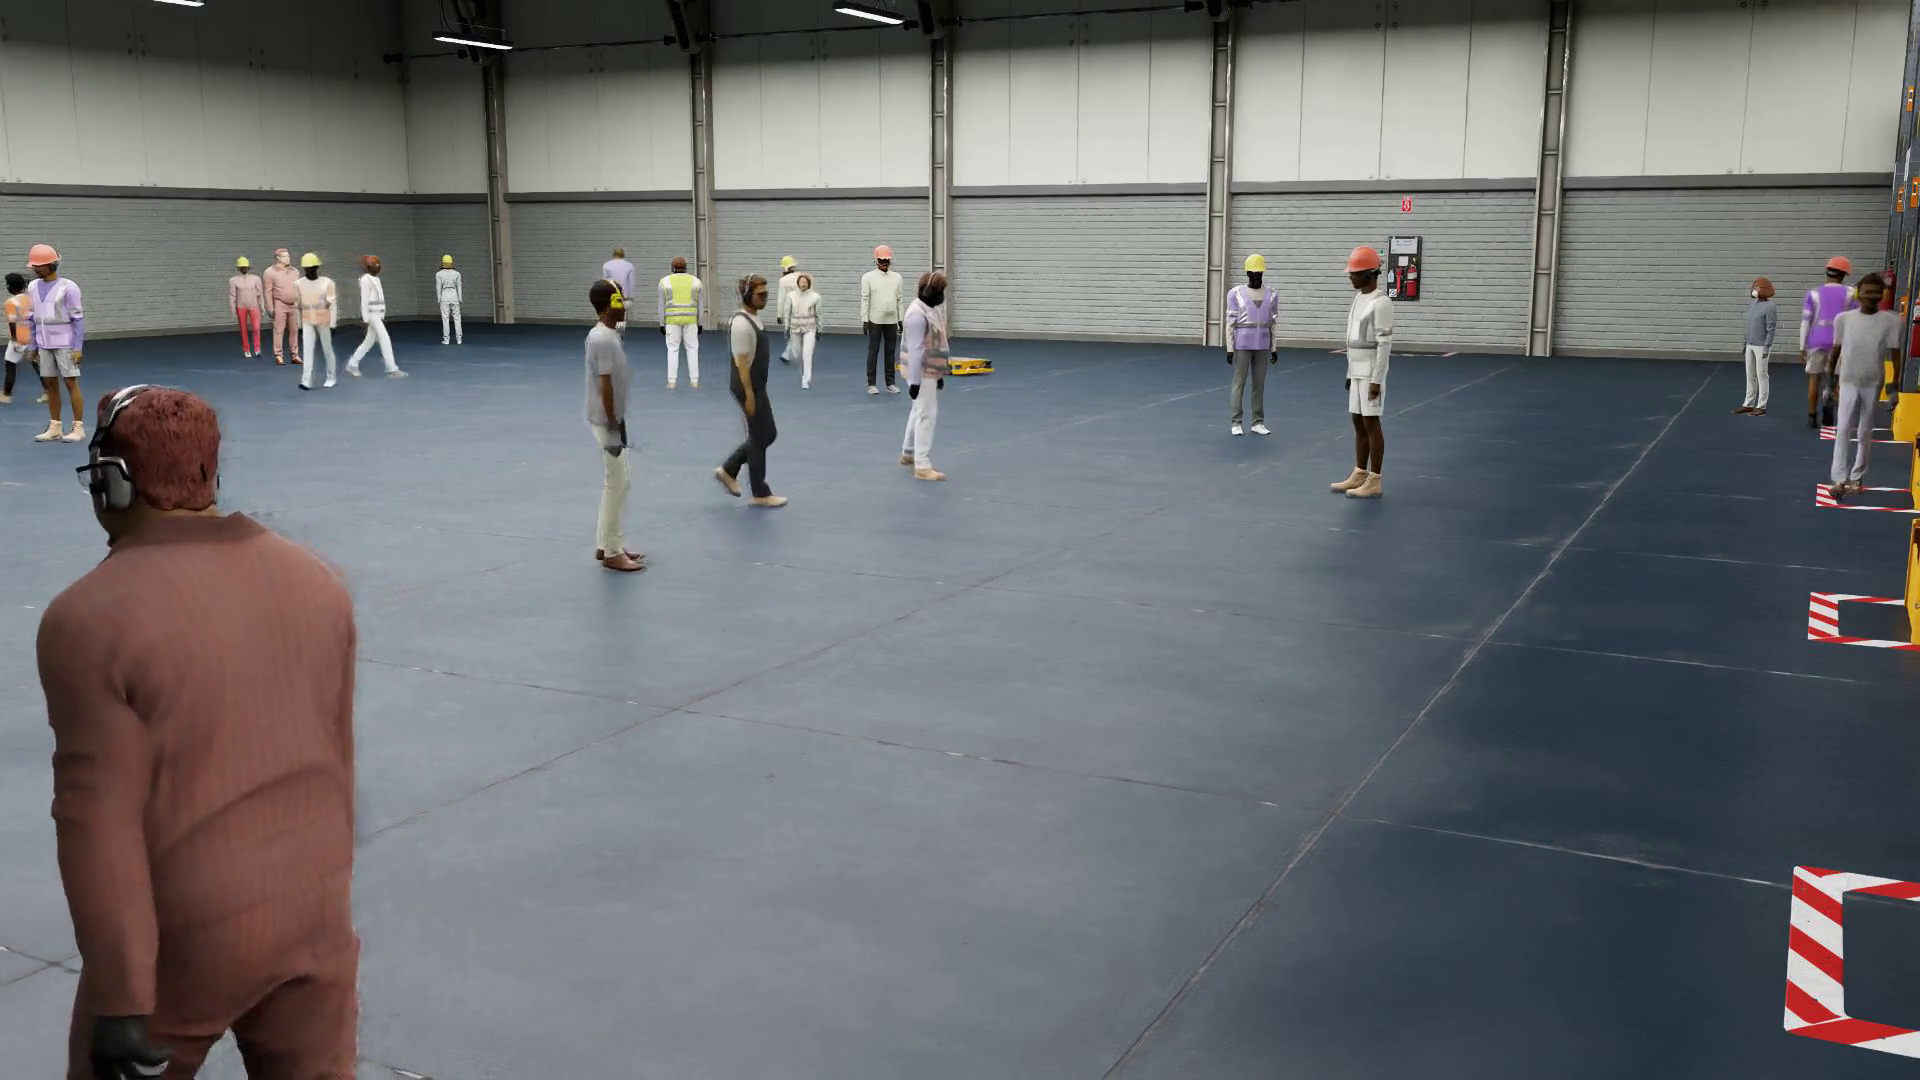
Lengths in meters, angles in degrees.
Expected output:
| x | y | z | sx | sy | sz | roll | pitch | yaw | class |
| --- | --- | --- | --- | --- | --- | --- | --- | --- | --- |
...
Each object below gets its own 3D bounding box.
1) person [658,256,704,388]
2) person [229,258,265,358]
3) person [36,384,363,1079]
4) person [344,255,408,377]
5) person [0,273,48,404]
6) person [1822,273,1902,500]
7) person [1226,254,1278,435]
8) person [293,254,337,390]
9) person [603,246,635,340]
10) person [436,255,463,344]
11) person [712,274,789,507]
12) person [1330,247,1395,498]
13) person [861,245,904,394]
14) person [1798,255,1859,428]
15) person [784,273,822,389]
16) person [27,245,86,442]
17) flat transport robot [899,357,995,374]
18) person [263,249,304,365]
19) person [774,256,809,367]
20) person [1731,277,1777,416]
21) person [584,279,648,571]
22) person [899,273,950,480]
| x | y | z | sx | sy | sz | roll | pitch | yaw | class |
| --- | --- | --- | --- | --- | --- | --- | --- | --- | --- |
| -3.896 | -3.032 | 23.238 | 0.630 | 1.835 | 0.429 | -3 | 11 | -17 | person |
| -12.352 | -4.014 | 28.831 | 0.555 | 1.728 | 0.854 | -5 | 12 | -27 | person |
| -1.315 | 0.668 | 2.940 | 0.645 | 1.872 | 0.669 | 5 | 11 | 24 | person |
| -8.849 | -3.356 | 24.976 | 0.935 | 1.849 | 0.584 | -1 | 10 | -5 | person |
| -11.888 | -2.543 | 21.037 | 0.750 | 1.660 | 0.537 | 2 | 11 | 12 | person |
| 7.261 | -1.223 | 13.409 | 0.534 | 1.815 | 0.961 | 6 | 12 | 29 | person |
| 3.130 | -2.082 | 17.797 | 0.594 | 1.926 | 0.366 | -3 | 11 | -15 | person |
| -8.936 | -3.025 | 23.076 | 0.608 | 1.871 | 0.983 | 0 | 10 | 0 | person |
| -6.893 | -4.983 | 33.668 | 0.633 | 1.914 | 0.821 | -5 | 12 | -25 | person |
| -10.052 | -4.727 | 32.718 | 0.494 | 1.743 | 0.306 | -6 | 12 | -29 | person |
| -1.648 | -1.161 | 13.022 | 0.533 | 1.834 | 0.542 | 1 | 10 | 5 | person |
| 3.280 | -1.356 | 13.541 | 0.393 | 2.036 | 0.605 | -1 | 10 | -8 | person |
| -1.032 | -2.962 | 22.410 | 0.626 | 1.992 | 0.387 | -5 | 12 | -28 | person |
| 9.514 | -2.158 | 18.251 | 0.566 | 1.914 | 0.516 | 5 | 12 | 27 | person |
| -2.179 | -2.939 | 23.326 | 0.517 | 1.611 | 0.707 | 2 | 11 | 11 | person |
| -9.324 | -2.012 | 17.127 | 0.606 | 2.033 | 0.403 | 3 | 11 | 14 | person |
| -0.213 | -2.718 | 25.782 | 1.431 | 0.197 | 0.652 | 9 | 14 | 41 | flat transport robot |
| -11.098 | -3.833 | 27.425 | 0.402 | 1.907 | 0.677 | 7 | 13 | 35 | person |
| -2.750 | -3.713 | 27.084 | 0.927 | 1.777 | 0.604 | 8 | 13 | 36 | person |
| 9.450 | -2.289 | 19.717 | 0.286 | 1.636 | 0.498 | -2 | 11 | -9 | person |
| -2.213 | -0.722 | 10.614 | 0.365 | 1.851 | 0.581 | -2 | 11 | -11 | person |
| -0.326 | -1.454 | 14.742 | 0.493 | 1.811 | 0.733 | 1 | 10 | 8 | person |
